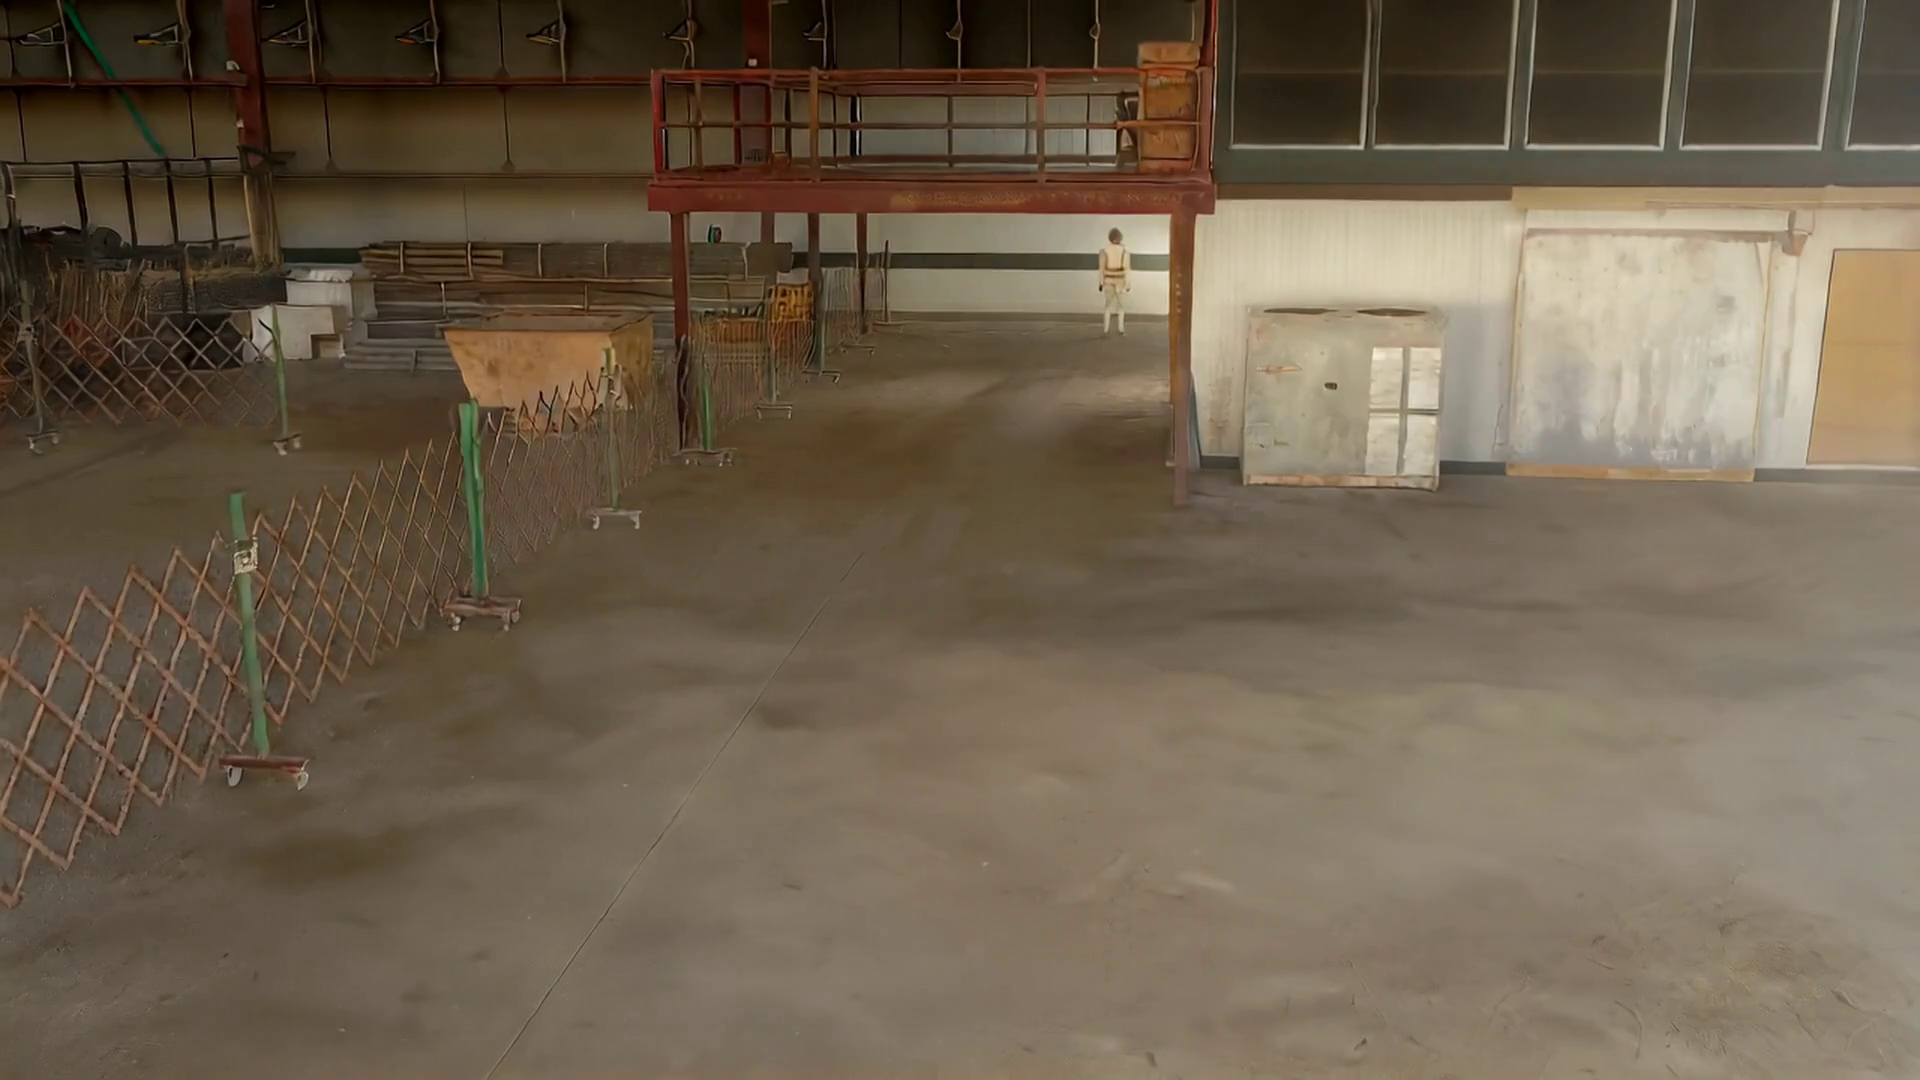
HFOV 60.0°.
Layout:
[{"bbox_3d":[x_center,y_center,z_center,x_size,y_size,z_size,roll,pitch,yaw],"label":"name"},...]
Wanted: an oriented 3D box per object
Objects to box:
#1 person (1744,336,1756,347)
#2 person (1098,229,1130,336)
[{"bbox_3d":[12.820,-3.924,26.967,0.541,1.845,0.751,-1,14,-3],"label":"person"},{"bbox_3d":[2.736,-4.575,29.569,0.575,1.883,0.356,2,14,9],"label":"person"}]
